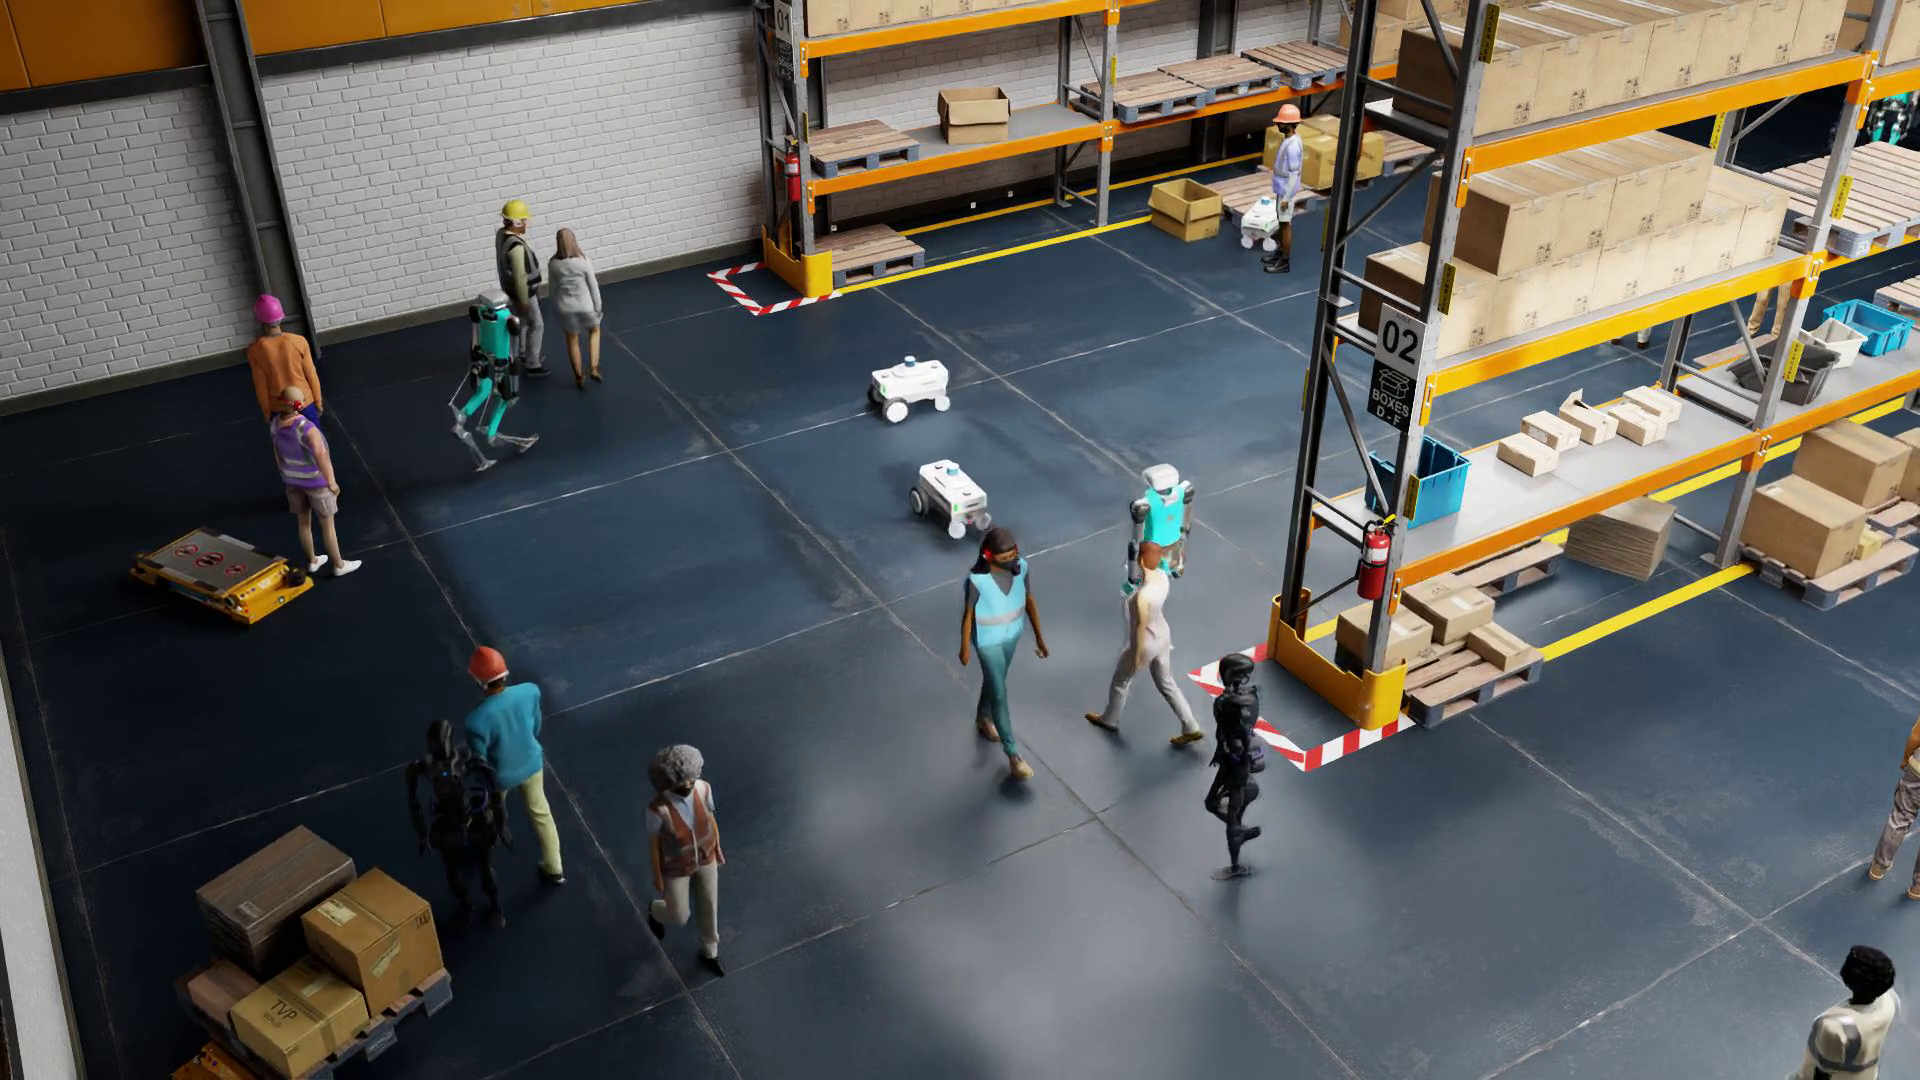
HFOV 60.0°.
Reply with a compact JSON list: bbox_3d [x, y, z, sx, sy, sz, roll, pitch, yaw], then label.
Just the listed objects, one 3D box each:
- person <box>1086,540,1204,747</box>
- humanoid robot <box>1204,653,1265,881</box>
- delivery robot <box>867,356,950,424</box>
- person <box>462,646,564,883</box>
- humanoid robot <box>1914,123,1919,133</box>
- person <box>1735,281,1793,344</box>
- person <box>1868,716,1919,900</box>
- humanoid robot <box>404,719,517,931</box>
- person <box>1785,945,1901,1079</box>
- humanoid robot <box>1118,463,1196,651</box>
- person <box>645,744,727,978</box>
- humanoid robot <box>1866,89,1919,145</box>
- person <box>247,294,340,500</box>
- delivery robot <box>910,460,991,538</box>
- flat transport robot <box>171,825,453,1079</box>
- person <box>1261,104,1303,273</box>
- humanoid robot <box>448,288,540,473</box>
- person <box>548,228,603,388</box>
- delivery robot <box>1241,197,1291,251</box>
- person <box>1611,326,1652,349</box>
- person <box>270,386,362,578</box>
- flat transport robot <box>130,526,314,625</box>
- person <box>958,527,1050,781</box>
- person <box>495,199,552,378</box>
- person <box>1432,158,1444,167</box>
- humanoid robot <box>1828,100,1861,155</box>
[{"bbox_3d":[1.348,0.732,11.641,0.861,1.615,0.480,18,36,27],"label":"person"},{"bbox_3d":[1.755,1.425,10.483,0.456,1.647,0.591,-4,32,-6],"label":"humanoid robot"},{"bbox_3d":[-0.505,-1.487,16.202,0.813,0.612,0.499,-13,34,-19],"label":"delivery robot"},{"bbox_3d":[-2.896,1.372,10.537,0.568,1.710,0.865,-26,40,-35],"label":"person"},{"bbox_3d":[12.599,-5.316,21.276,0.607,1.674,0.442,4,32,7],"label":"humanoid robot"},{"bbox_3d":[8.458,-2.784,17.124,0.323,1.751,0.561,-27,41,-36],"label":"person"},{"bbox_3d":[6.092,1.464,10.334,0.319,1.772,0.463,-24,39,-33],"label":"person"},{"bbox_3d":[-2.998,1.708,10.050,0.588,1.640,0.386,-5,32,-8],"label":"humanoid robot"},{"bbox_3d":[4.399,2.672,8.511,0.539,1.664,0.810,-15,35,-22],"label":"person"},{"bbox_3d":[1.366,0.121,12.483,0.561,1.751,0.694,-18,36,-26],"label":"humanoid robot"},{"bbox_3d":[-1.645,1.849,9.813,0.438,1.669,0.534,-24,39,-33],"label":"person"},{"bbox_3d":[11.699,-5.206,20.992,0.532,1.739,0.764,19,37,28],"label":"humanoid robot"},{"bbox_3d":[-5.775,-1.185,14.360,0.516,1.984,0.370,-14,35,-21],"label":"person"},{"bbox_3d":[-0.064,-0.399,14.457,0.528,0.601,0.773,-16,35,-24],"label":"delivery robot"},{"bbox_3d":[-3.740,2.791,9.633,0.659,0.231,1.431,22,38,30],"label":"flat transport robot"},{"bbox_3d":[3.659,-3.981,18.864,0.373,1.935,0.549,3,32,4],"label":"person"},{"bbox_3d":[-4.219,-1.341,14.833,0.572,1.728,1.014,16,35,23],"label":"humanoid robot"},{"bbox_3d":[-3.792,-2.293,16.426,0.509,1.646,0.377,-4,32,-6],"label":"person"},{"bbox_3d":[3.643,-3.811,19.885,0.525,0.587,0.740,16,35,23],"label":"delivery robot"},{"bbox_3d":[7.077,-2.866,17.144,0.569,1.875,0.396,12,34,19],"label":"person"},{"bbox_3d":[-5.281,-0.463,13.484,0.483,1.689,0.348,11,34,17],"label":"person"},{"bbox_3d":[-6.071,0.274,13.647,1.431,0.231,0.659,17,36,25],"label":"flat transport robot"},{"bbox_3d":[0.338,0.760,11.400,0.519,1.829,0.921,-20,37,-29],"label":"person"},{"bbox_3d":[-4.391,-2.525,16.659,0.404,1.814,0.615,-16,36,-24],"label":"person"},{"bbox_3d":[6.569,-5.818,21.878,0.390,1.846,0.566,22,38,31],"label":"person"},{"bbox_3d":[10.999,-4.995,20.773,0.696,1.658,0.615,3,32,5],"label":"humanoid robot"}]
